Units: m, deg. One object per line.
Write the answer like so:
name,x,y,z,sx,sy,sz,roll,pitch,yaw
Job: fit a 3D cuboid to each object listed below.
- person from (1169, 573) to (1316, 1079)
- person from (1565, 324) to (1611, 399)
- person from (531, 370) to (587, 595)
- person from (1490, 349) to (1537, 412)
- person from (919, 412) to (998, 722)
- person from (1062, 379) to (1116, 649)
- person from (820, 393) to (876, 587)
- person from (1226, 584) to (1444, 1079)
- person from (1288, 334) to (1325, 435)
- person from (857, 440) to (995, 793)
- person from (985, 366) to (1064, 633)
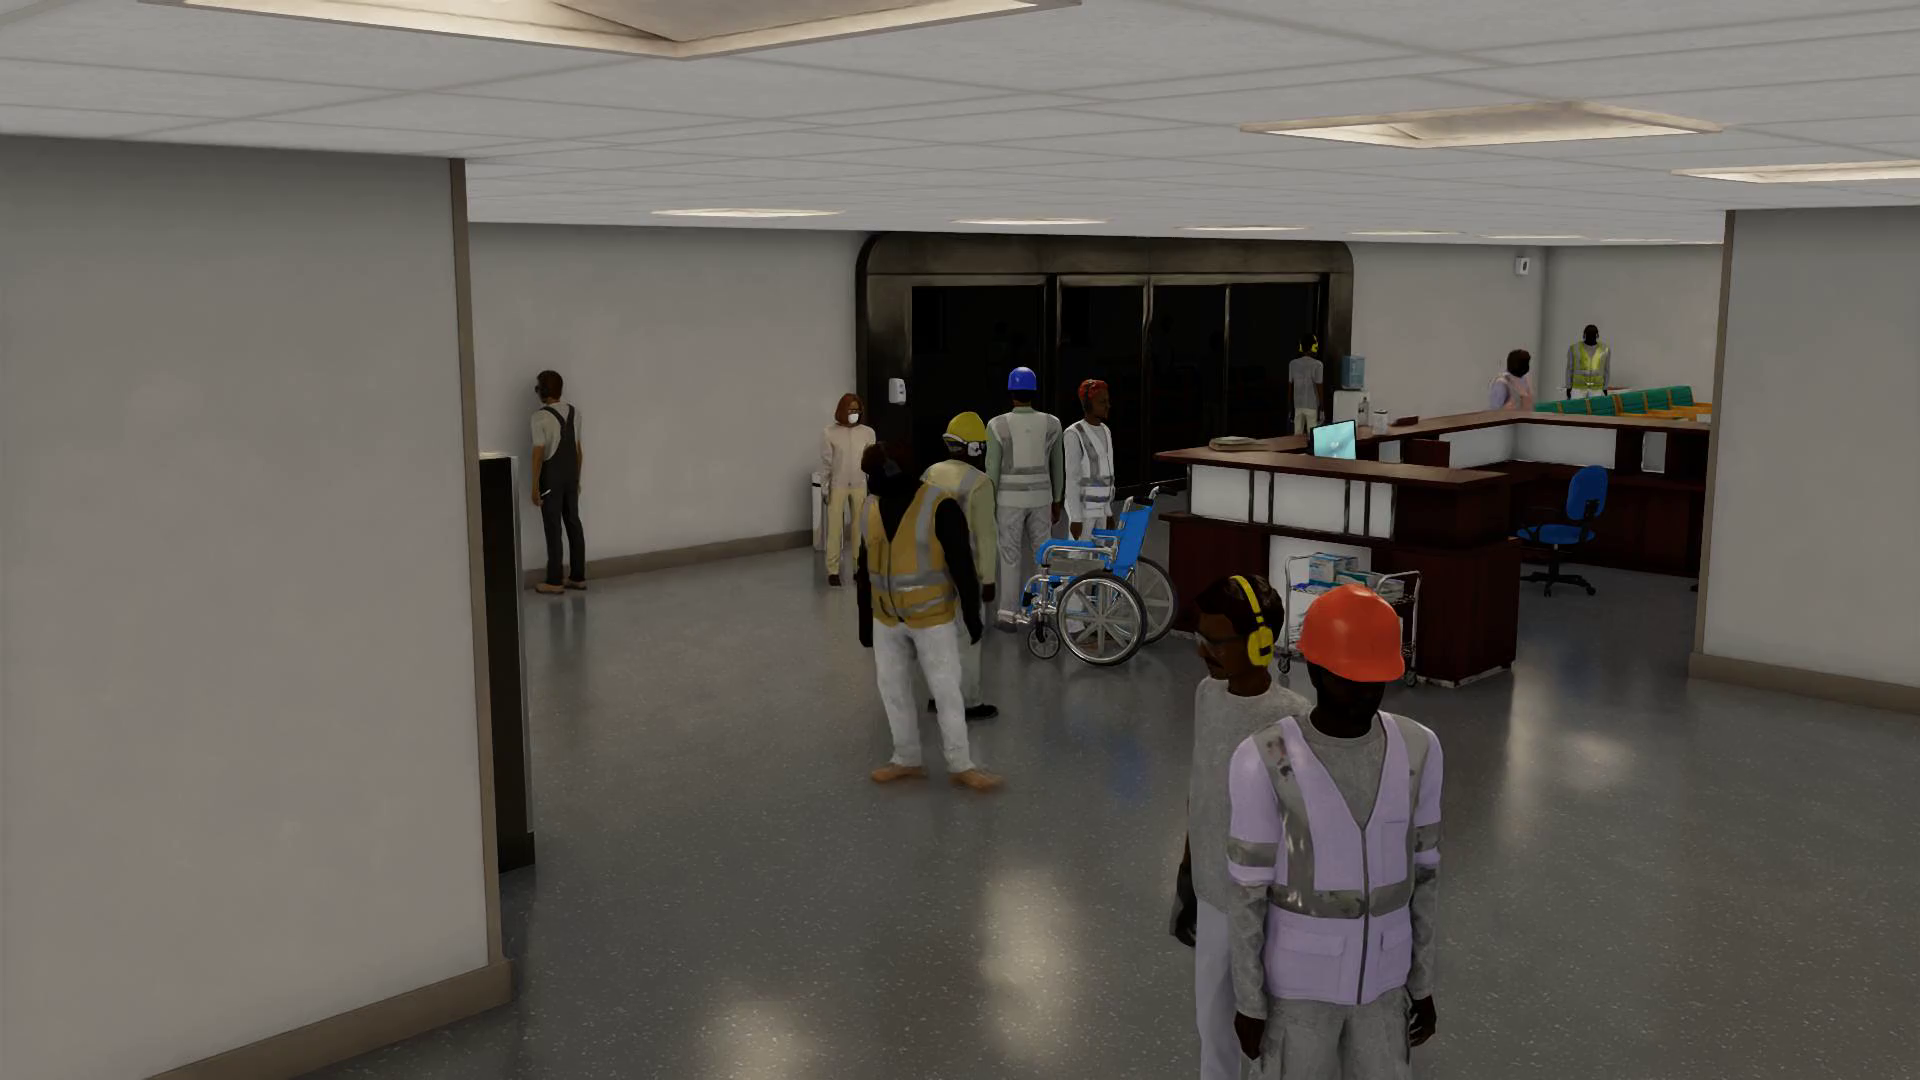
person,0.752,1.004,4.496,0.328,1.865,0.517,-6,11,-32
person,9.253,-2.251,24.523,0.627,1.844,0.429,2,9,10
person,-3.297,-0.470,13.619,0.346,1.840,0.508,6,11,34
person,6.022,-1.193,18.223,0.924,1.807,0.614,9,13,43
person,0.011,0.155,9.833,0.404,1.824,0.594,-8,12,-41
person,0.924,-0.191,11.756,0.354,1.883,0.573,5,11,30
person,-0.932,-0.421,13.972,0.504,1.627,0.285,-4,10,-22
person,0.913,1.051,4.028,0.539,1.929,0.384,-2,10,-13
person,4.275,-1.601,20.474,0.513,1.864,0.325,9,13,42
person,-0.187,0.400,8.419,0.774,1.807,0.434,5,11,29
person,0.459,-0.294,12.191,0.615,1.945,0.404,-3,10,-17
